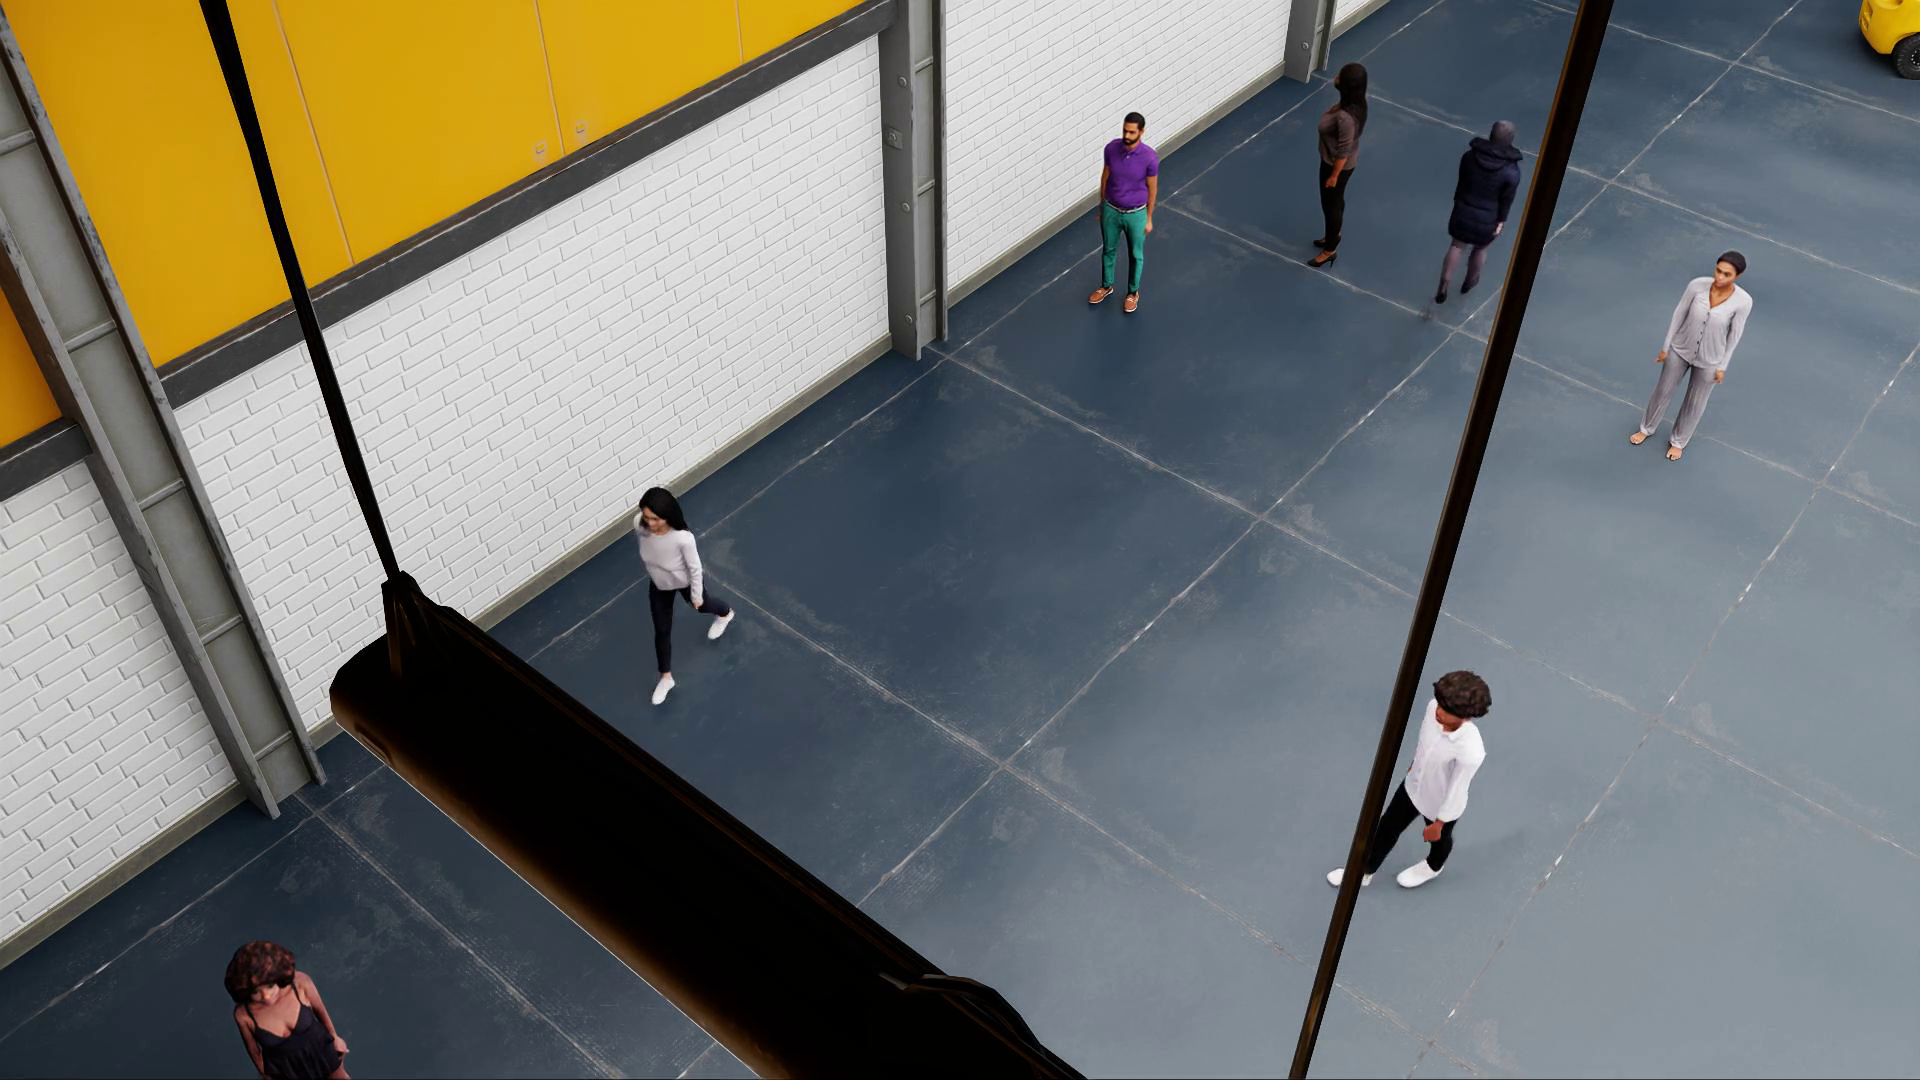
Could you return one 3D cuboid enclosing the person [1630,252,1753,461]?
[{"bbox_3d":[5.393,-1.372,12.157,0.645,1.736,0.537,27,50,25],"label":"person"}]

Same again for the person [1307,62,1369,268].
[{"bbox_3d":[3.186,-3.140,13.937,0.779,1.841,0.646,14,45,15],"label":"person"}]

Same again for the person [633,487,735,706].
[{"bbox_3d":[-1.753,0.199,10.576,0.891,1.643,1.210,16,46,17],"label":"person"}]

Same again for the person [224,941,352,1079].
[{"bbox_3d":[-3.198,2.497,8.058,0.541,1.789,0.675,-28,50,-27],"label":"person"}]

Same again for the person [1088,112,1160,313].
[{"bbox_3d":[1.353,-2.683,13.511,0.675,1.767,0.645,18,46,18],"label":"person"}]

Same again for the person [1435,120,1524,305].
[{"bbox_3d":[4.179,-2.634,13.537,0.706,1.659,0.962,26,50,25],"label":"person"}]

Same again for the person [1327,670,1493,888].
[{"bbox_3d":[2.715,1.362,9.250,1.062,1.788,0.927,-14,45,-15],"label":"person"}]
